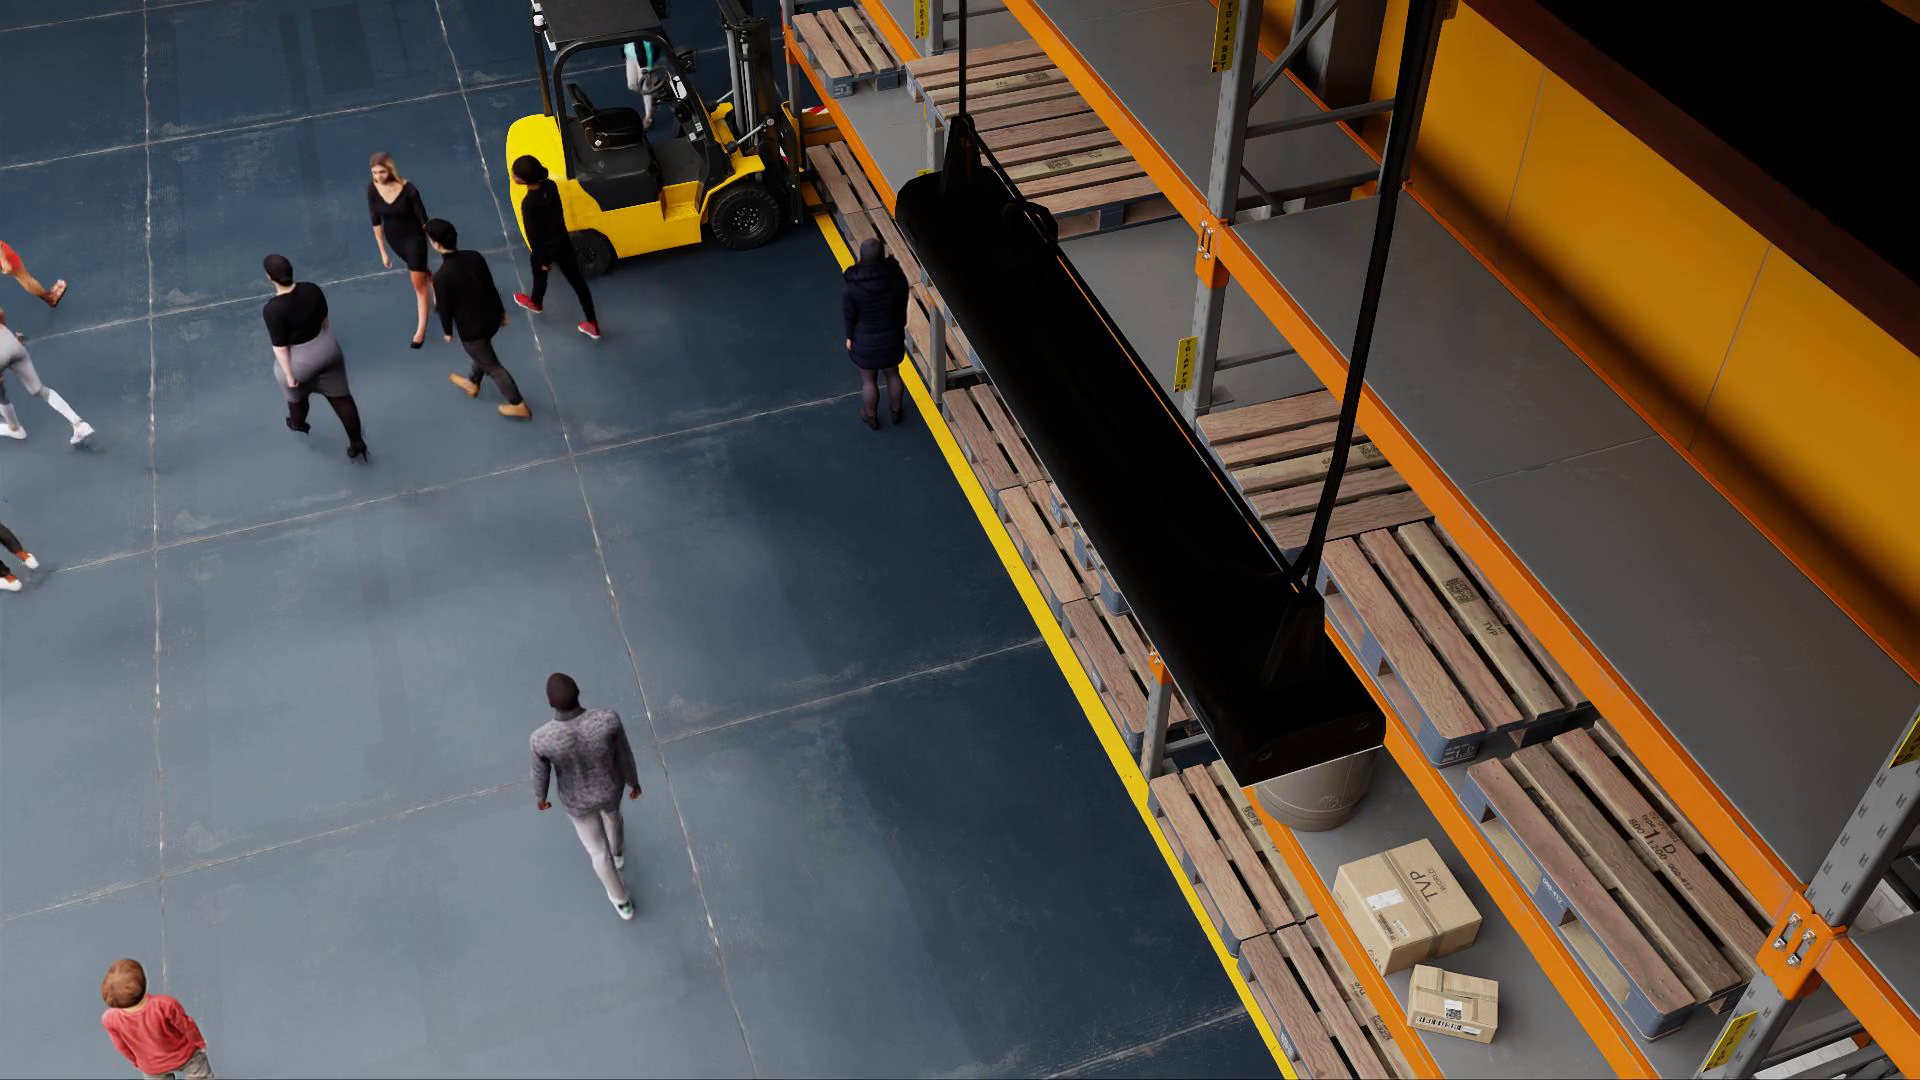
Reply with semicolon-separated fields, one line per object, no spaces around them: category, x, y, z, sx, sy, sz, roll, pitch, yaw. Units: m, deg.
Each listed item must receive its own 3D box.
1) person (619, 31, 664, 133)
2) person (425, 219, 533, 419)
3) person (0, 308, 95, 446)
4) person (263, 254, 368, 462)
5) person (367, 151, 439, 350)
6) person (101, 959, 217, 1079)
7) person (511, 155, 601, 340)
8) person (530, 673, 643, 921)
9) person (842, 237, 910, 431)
person;-2.991;-4.624;15.786;0.739;1.496;0.787;33;52;30
person;-3.571;-1.607;12.486;1.100;1.681;1.053;17;46;17
person;-6.959;-1.344;12.220;1.069;1.666;1.111;12;45;12
person;-4.654;-1.258;12.090;1.153;1.721;1.006;28;50;26
person;-4.418;-2.433;13.393;0.898;1.625;1.160;3;44;4
person;-3.968;2.557;8.307;0.514;1.416;0.472;-13;45;-13
person;-3.185;-2.301;13.257;1.190;1.623;1.021;27;50;26
person;-1.996;1.457;9.170;0.779;1.818;0.915;-21;47;-20
person;-0.620;-1.535;12.415;0.657;1.674;0.625;-13;45;-13
